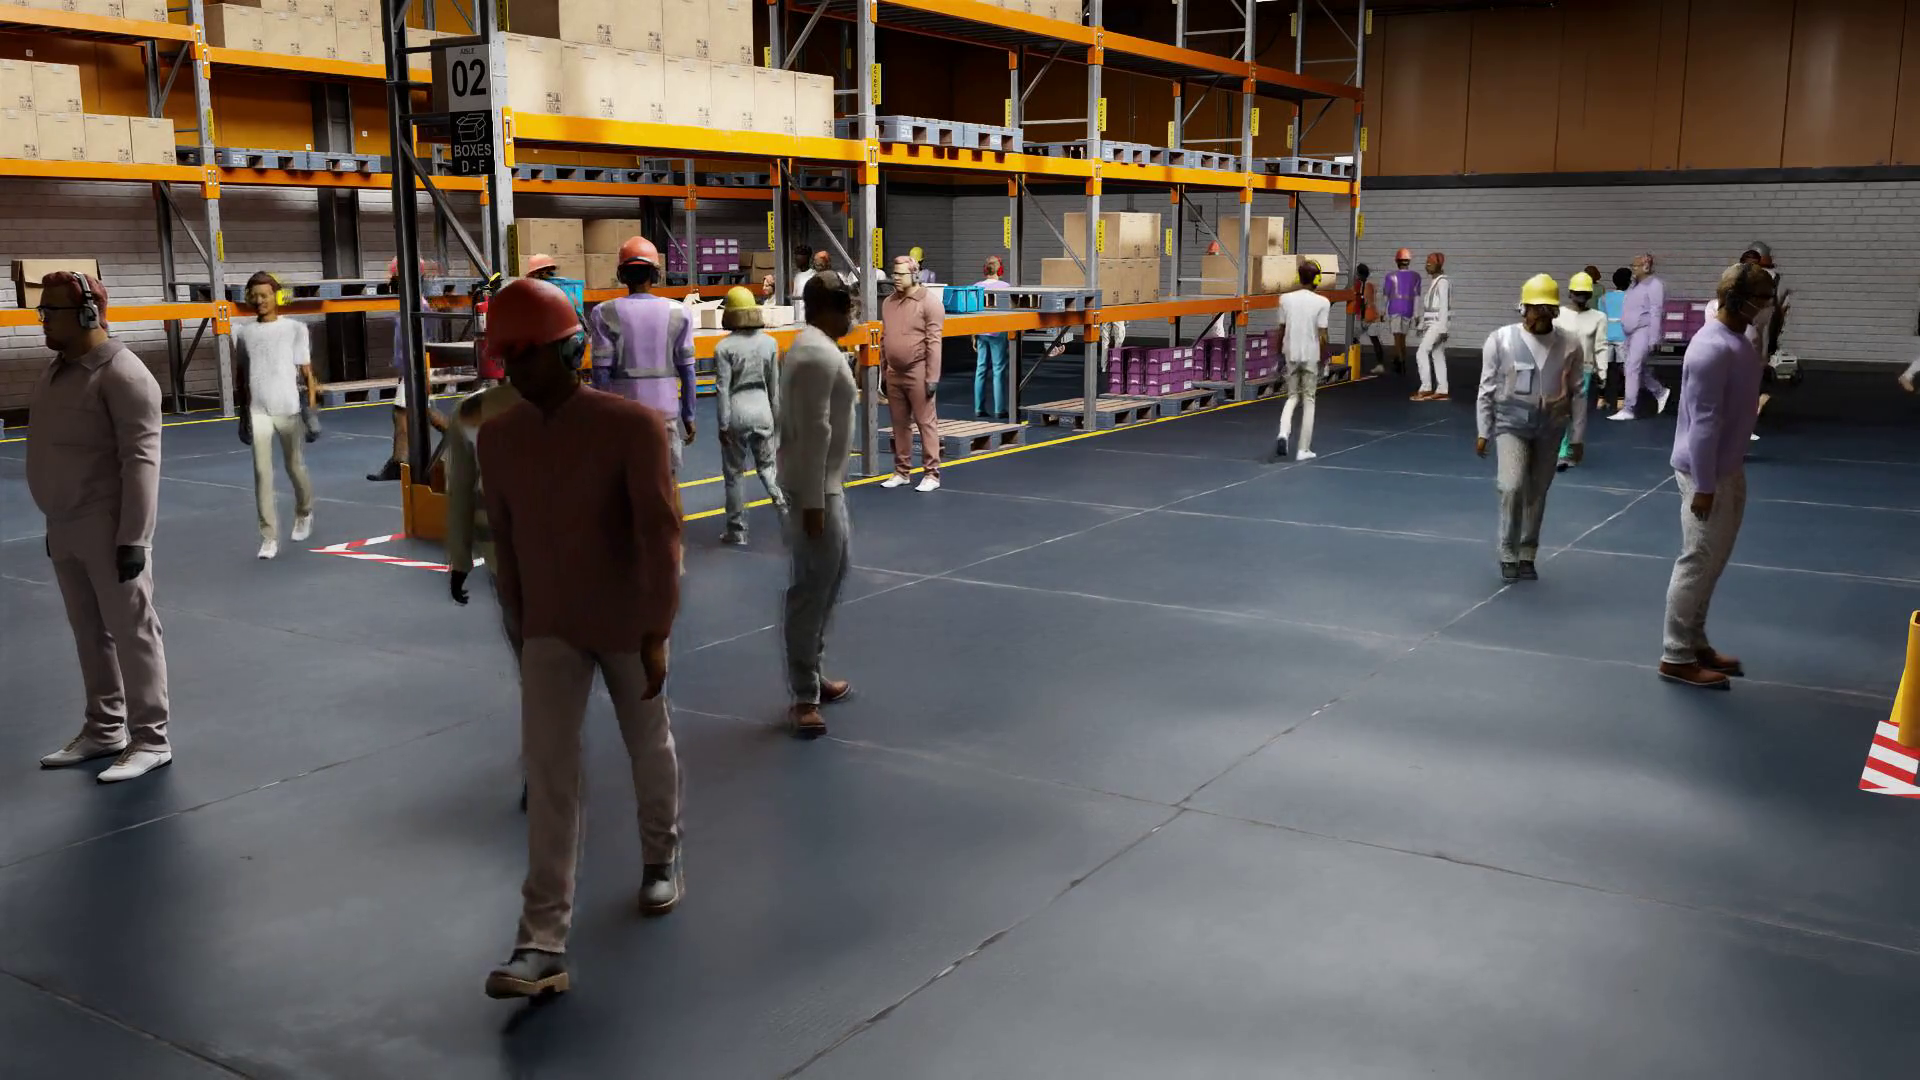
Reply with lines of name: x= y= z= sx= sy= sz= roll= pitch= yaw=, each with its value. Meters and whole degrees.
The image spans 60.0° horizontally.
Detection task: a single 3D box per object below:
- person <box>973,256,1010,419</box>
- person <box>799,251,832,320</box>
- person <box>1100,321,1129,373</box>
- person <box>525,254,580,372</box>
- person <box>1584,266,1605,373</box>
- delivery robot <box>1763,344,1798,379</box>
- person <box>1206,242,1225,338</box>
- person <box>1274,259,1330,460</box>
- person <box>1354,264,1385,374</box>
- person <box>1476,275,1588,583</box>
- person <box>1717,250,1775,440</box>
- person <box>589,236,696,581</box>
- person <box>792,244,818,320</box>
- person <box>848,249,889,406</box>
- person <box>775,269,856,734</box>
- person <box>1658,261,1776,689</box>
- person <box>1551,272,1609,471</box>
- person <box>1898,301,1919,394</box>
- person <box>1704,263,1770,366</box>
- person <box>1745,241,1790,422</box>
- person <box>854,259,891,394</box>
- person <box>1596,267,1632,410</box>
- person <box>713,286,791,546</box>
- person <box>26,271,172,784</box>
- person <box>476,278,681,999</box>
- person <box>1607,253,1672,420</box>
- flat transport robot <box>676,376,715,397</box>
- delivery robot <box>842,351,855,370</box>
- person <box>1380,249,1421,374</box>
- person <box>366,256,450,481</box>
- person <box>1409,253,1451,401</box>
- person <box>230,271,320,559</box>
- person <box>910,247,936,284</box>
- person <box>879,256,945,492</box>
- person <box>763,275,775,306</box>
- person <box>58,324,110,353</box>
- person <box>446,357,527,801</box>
person: x=0.356 y=-2.294 z=18.923 sx=0.564 sy=1.837 sz=0.389 roll=7 pitch=12 yaw=33
person: x=-1.714 y=-2.652 z=20.751 sx=0.581 sy=1.884 sz=0.339 roll=-3 pitch=11 yaw=-15
person: x=2.338 y=-3.345 z=25.276 sx=0.517 sy=1.641 sz=0.308 roll=5 pitch=12 yaw=27
person: x=-3.834 y=-1.808 z=16.076 sx=0.641 sy=1.888 sz=0.595 roll=-5 pitch=12 yaw=-27
person: x=9.602 y=-3.364 z=25.401 sx=0.278 sy=1.631 sz=0.507 roll=-5 pitch=11 yaw=-24
delivery robot: x=11.461 y=-2.514 z=23.417 sx=0.477 sy=0.478 sz=0.707 roll=-1 pitch=10 yaw=-5
person: x=4.014 y=-3.667 z=26.074 sx=0.378 sy=1.996 sz=0.610 roll=1 pitch=10 yaw=6
person: x=3.125 y=-1.640 z=15.251 sx=0.545 sy=1.853 sz=0.484 roll=7 pitch=12 yaw=33
person: x=6.088 y=-3.356 z=25.264 sx=0.869 sy=1.646 sz=0.608 roll=8 pitch=13 yaw=37
person: x=3.379 y=-0.635 z=9.756 sx=0.620 sy=1.814 sz=0.610 roll=0 pitch=10 yaw=3
person: x=7.931 y=-1.966 z=16.862 sx=0.593 sy=1.920 sz=0.391 roll=-1 pitch=10 yaw=-8
person: x=-1.867 y=-0.755 z=9.810 sx=0.616 sy=2.040 sz=0.381 roll=-4 pitch=11 yaw=-20
person: x=-2.085 y=-3.008 z=22.504 sx=0.361 sy=1.963 sz=0.614 roll=-7 pitch=12 yaw=-34
person: x=-1.086 y=-2.661 z=20.368 sx=0.616 sy=2.041 sz=0.379 roll=9 pitch=14 yaw=41
person: x=-0.603 y=-0.169 z=6.987 sx=0.349 sy=1.913 sz=0.781 roll=-1 pitch=10 yaw=-4
person: x=3.431 y=-0.290 z=7.559 sx=0.394 sy=1.925 sz=0.643 roll=7 pitch=13 yaw=35
person: x=5.395 y=-1.459 z=14.572 sx=0.556 sy=1.732 sz=0.848 roll=1 pitch=10 yaw=5
person: x=12.730 y=-2.784 z=21.723 sx=0.677 sy=1.808 sz=0.485 roll=-8 pitch=13 yaw=-36
person: x=7.106 y=-1.636 z=15.353 sx=0.622 sy=1.798 sz=0.792 roll=1 pitch=10 yaw=6
person: x=8.666 y=-2.245 z=18.072 sx=0.705 sy=2.000 sz=0.737 roll=-4 pitch=11 yaw=-19
person: x=-1.171 y=-2.767 z=21.593 sx=0.632 sy=1.821 sz=0.740 roll=9 pitch=14 yaw=41
person: x=7.851 y=-2.398 z=19.871 sx=0.321 sy=1.695 sz=0.537 roll=-7 pitch=13 yaw=-35
person: x=-1.368 y=-0.795 z=10.891 sx=0.493 sy=1.721 sz=0.690 roll=-7 pitch=12 yaw=-34
person: x=-3.267 y=-0.047 z=6.266 sx=0.641 sy=1.909 sz=0.409 roll=7 pitch=12 yaw=33
person: x=-1.057 y=0.240 z=4.652 sx=0.619 sy=1.920 sz=1.082 roll=1 pitch=10 yaw=6
person: x=7.718 y=-2.286 z=18.741 sx=0.737 sy=1.886 sz=0.650 roll=-1 pitch=10 yaw=-4
flat transport robot: x=-3.418 y=-2.008 z=21.659 sx=1.431 sy=0.197 sz=0.652 roll=-7 pitch=13 yaw=-35
delivery robot: x=-1.892 y=-2.612 z=23.960 sx=0.707 sy=0.478 sz=0.477 roll=3 pitch=11 yaw=18
person: x=6.728 y=-3.483 z=25.386 sx=0.544 sy=1.887 sz=0.965 roll=-1 pitch=10 yaw=-4
person: x=-4.579 y=-1.462 z=14.139 sx=0.934 sy=1.902 sz=0.556 roll=-6 pitch=12 yaw=-28
person: x=5.908 y=-2.674 z=20.959 sx=0.658 sy=1.862 sz=0.576 roll=2 pitch=10 yaw=10
person: x=-4.470 y=-0.847 z=10.912 sx=0.529 sy=1.836 sz=0.941 roll=-2 pitch=10 yaw=-10
person: x=-0.643 y=-3.383 z=24.714 sx=0.584 sy=1.919 sz=0.375 roll=0 pitch=10 yaw=1
person: x=-0.422 y=-1.341 z=13.472 sx=0.636 sy=1.899 sz=0.396 roll=9 pitch=13 yaw=39
person: x=-2.067 y=-2.138 z=18.585 sx=0.308 sy=1.641 sz=0.515 roll=-6 pitch=12 yaw=-31
person: x=-7.607 y=-1.406 z=14.549 sx=0.497 sy=1.633 sz=0.284 roll=1 pitch=10 yaw=6
person: x=-1.556 y=0.016 z=6.234 sx=0.620 sy=1.781 sz=0.942 roll=0 pitch=10 yaw=2
